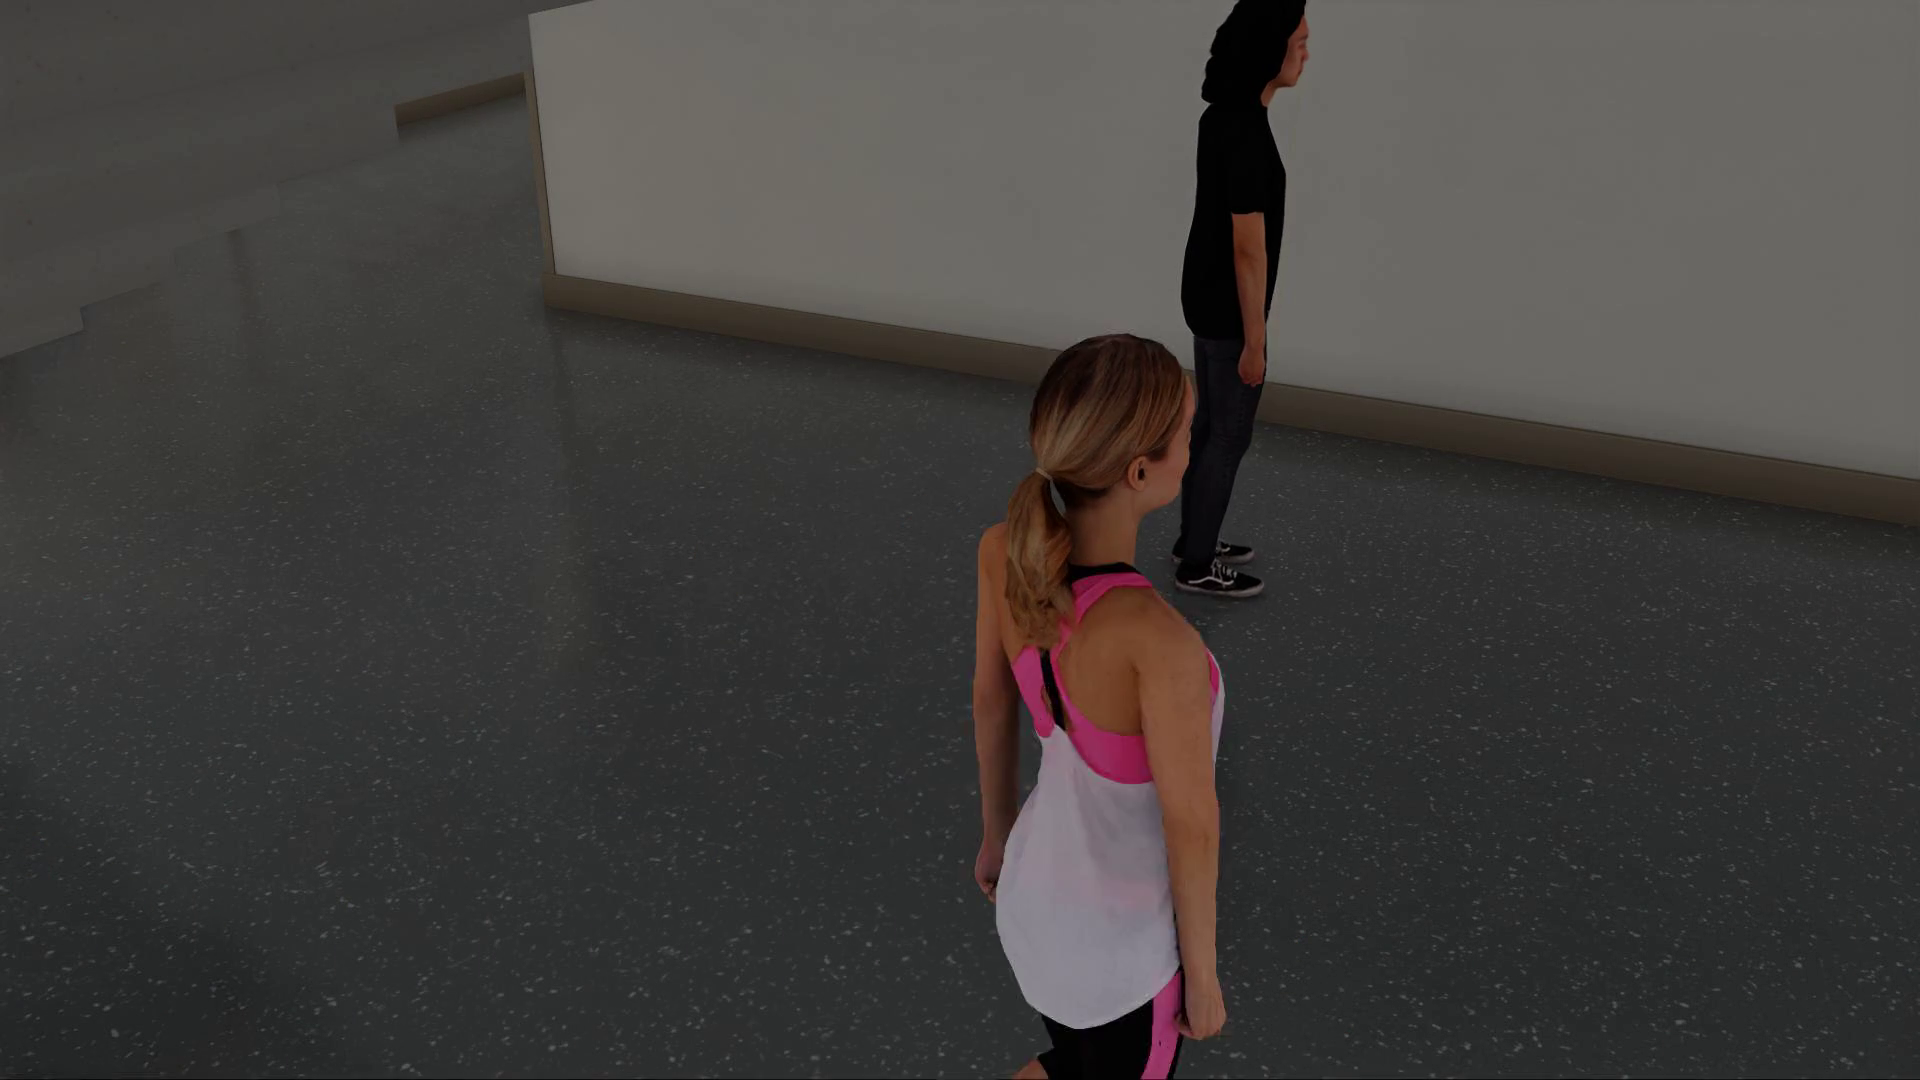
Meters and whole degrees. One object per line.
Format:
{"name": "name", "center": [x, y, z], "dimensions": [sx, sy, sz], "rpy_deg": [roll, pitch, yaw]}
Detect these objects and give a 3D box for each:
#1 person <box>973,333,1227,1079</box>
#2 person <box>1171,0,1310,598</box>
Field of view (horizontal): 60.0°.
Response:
{"name": "person", "center": [0.112, 0.585, 2.329], "dimensions": [0.918, 1.774, 0.901], "rpy_deg": [-15, 29, -28]}
{"name": "person", "center": [0.784, -0.703, 4.926], "dimensions": [0.707, 1.824, 0.711], "rpy_deg": [-2, 26, -4]}
